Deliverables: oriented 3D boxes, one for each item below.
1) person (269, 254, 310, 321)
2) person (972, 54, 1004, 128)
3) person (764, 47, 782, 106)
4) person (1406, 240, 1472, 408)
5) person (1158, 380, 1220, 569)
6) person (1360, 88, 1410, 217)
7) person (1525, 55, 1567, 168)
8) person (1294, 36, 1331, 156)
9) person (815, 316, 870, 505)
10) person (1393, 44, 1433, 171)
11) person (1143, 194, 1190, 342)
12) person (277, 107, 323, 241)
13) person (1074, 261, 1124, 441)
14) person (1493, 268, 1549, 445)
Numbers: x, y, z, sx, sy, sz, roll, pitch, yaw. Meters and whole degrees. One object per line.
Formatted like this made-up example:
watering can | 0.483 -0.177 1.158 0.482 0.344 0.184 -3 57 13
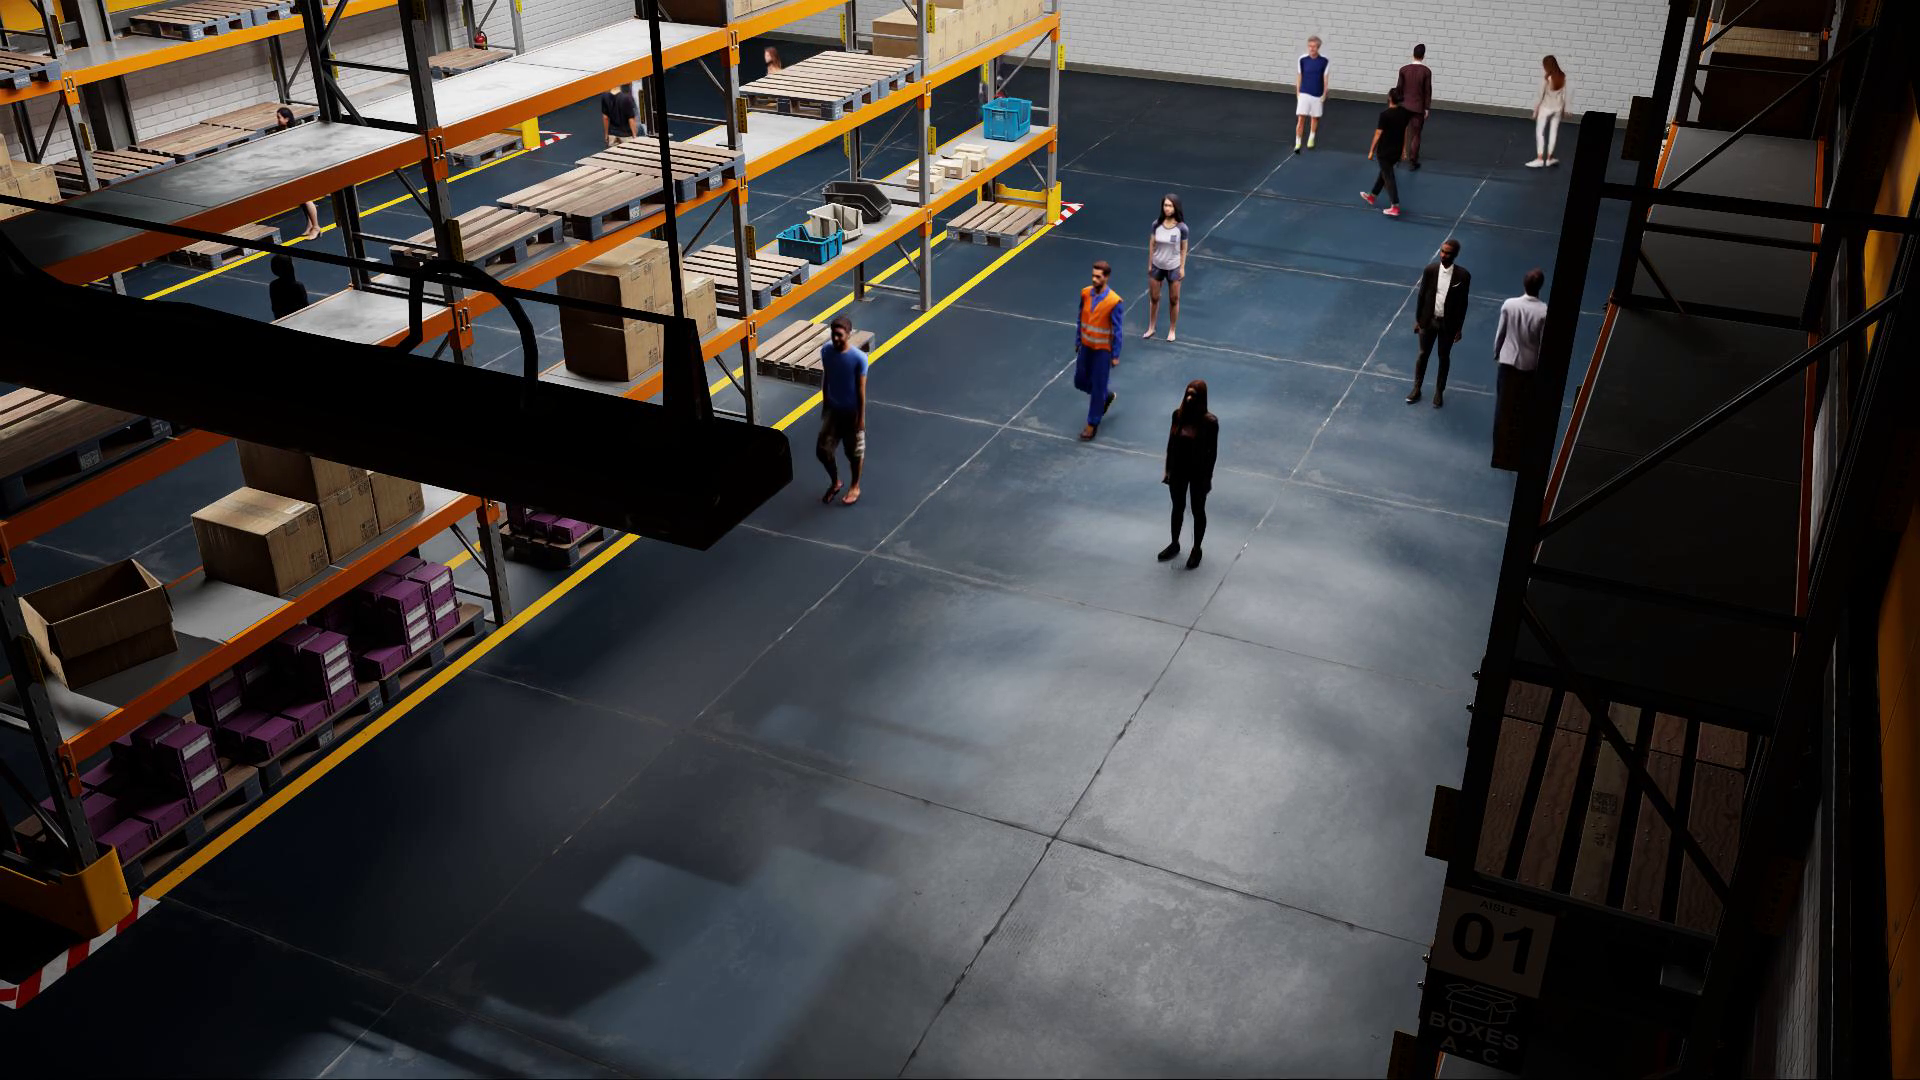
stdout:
person | -6.893 -2.152 17.247 0.646 1.696 0.671 -1 29 -2
person | 0.527 -7.145 26.376 1.145 1.719 1.174 -11 31 -20
person | -2.756 -6.718 25.636 1.173 1.677 0.948 -18 34 -30
person | 5.003 -2.271 17.357 0.664 1.800 0.554 14 32 24
person | 2.000 -0.597 14.378 0.634 1.712 0.563 18 33 29
person | 6.011 -5.345 23.084 1.178 1.712 1.136 -15 32 -25
person | 9.020 -6.513 25.260 0.845 1.678 0.853 1 29 2
person | 5.513 -6.962 25.974 0.782 1.783 1.195 7 29 12
person | -1.034 -1.241 15.416 0.655 1.850 0.677 12 31 20
person | 6.831 -6.535 25.105 0.666 1.866 0.581 12 31 21
person | 2.376 -3.132 19.034 0.590 1.706 0.520 12 31 20
person | -8.838 -4.892 22.194 0.800 1.769 0.776 -18 34 -30
person | 1.419 -1.934 16.681 0.814 1.855 0.949 20 35 33
person | 5.468 -1.721 16.330 0.701 1.817 1.068 13 31 22
